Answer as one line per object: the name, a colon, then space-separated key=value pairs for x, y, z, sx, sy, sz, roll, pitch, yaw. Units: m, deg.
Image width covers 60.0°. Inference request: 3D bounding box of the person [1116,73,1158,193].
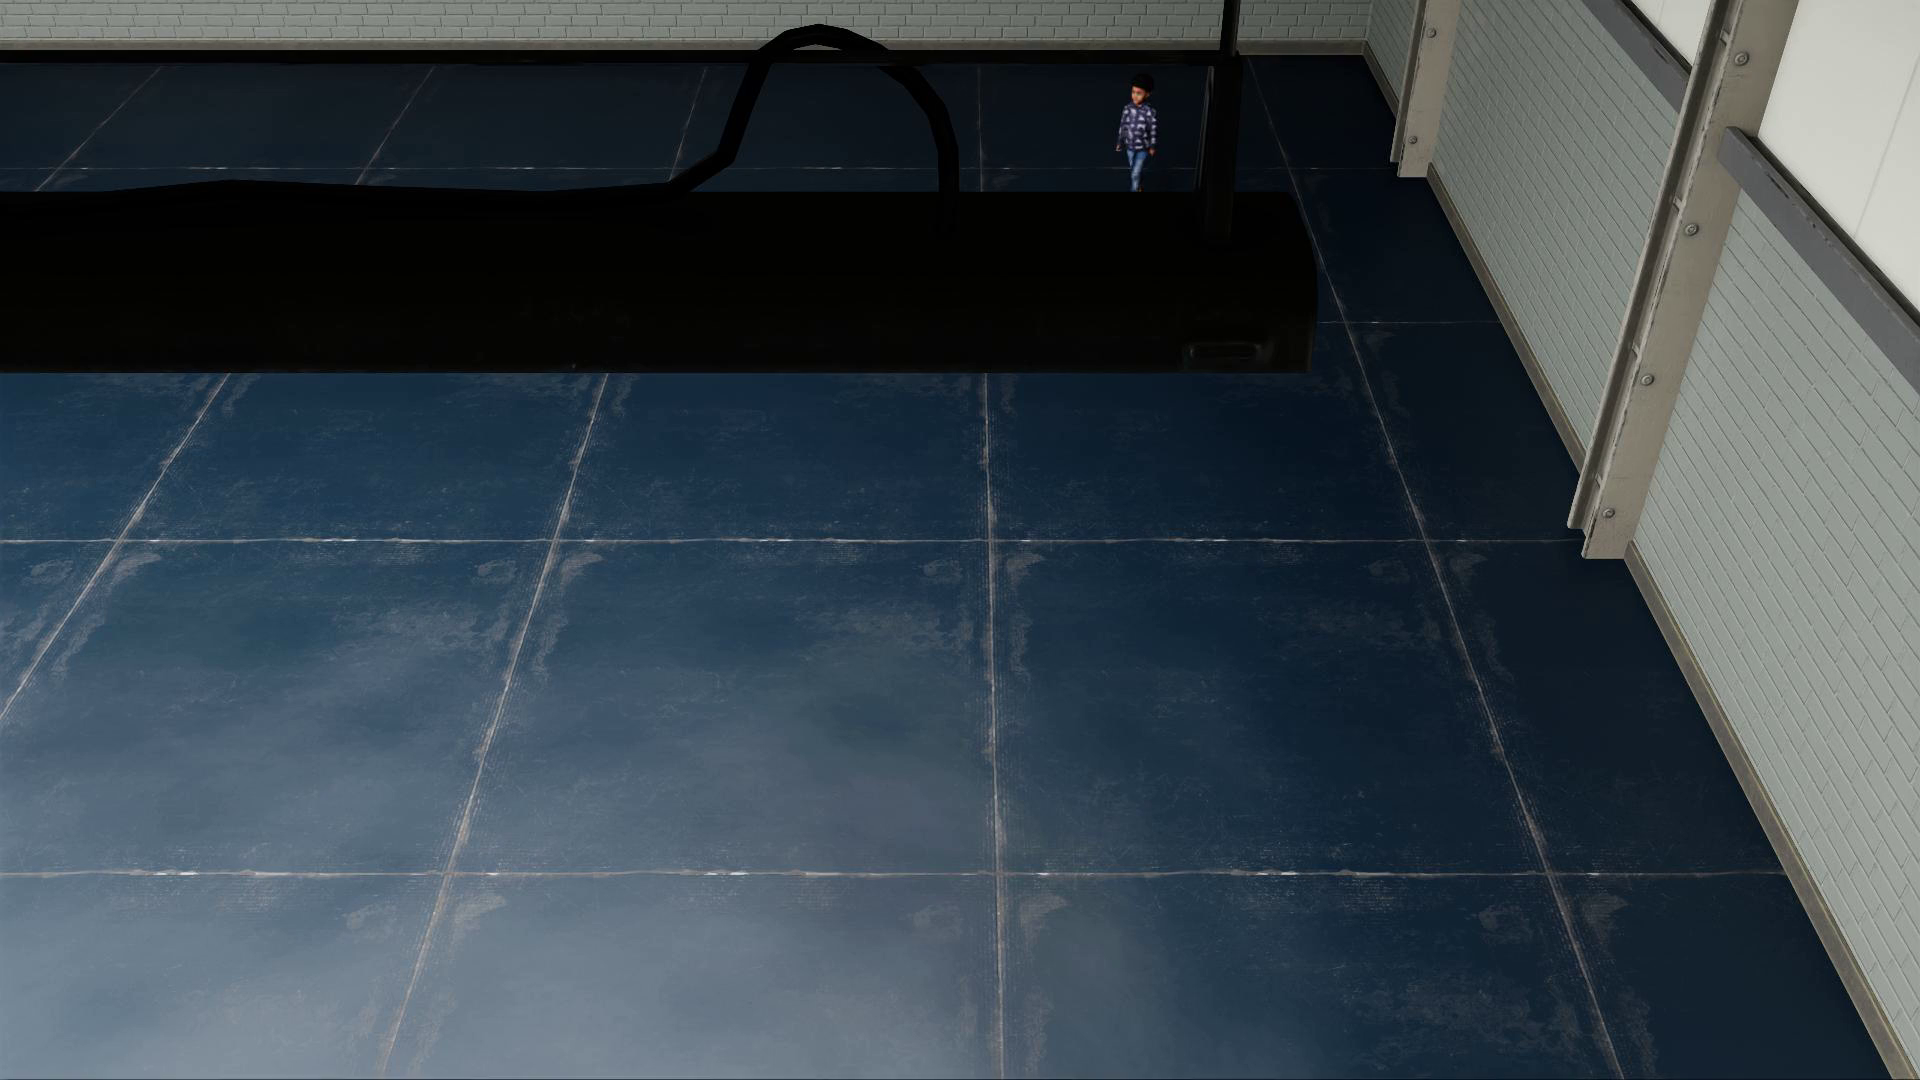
person: x=1.663 y=-3.674 z=15.257 sx=0.674 sy=1.235 sz=0.749 roll=25 pitch=44 yaw=29
